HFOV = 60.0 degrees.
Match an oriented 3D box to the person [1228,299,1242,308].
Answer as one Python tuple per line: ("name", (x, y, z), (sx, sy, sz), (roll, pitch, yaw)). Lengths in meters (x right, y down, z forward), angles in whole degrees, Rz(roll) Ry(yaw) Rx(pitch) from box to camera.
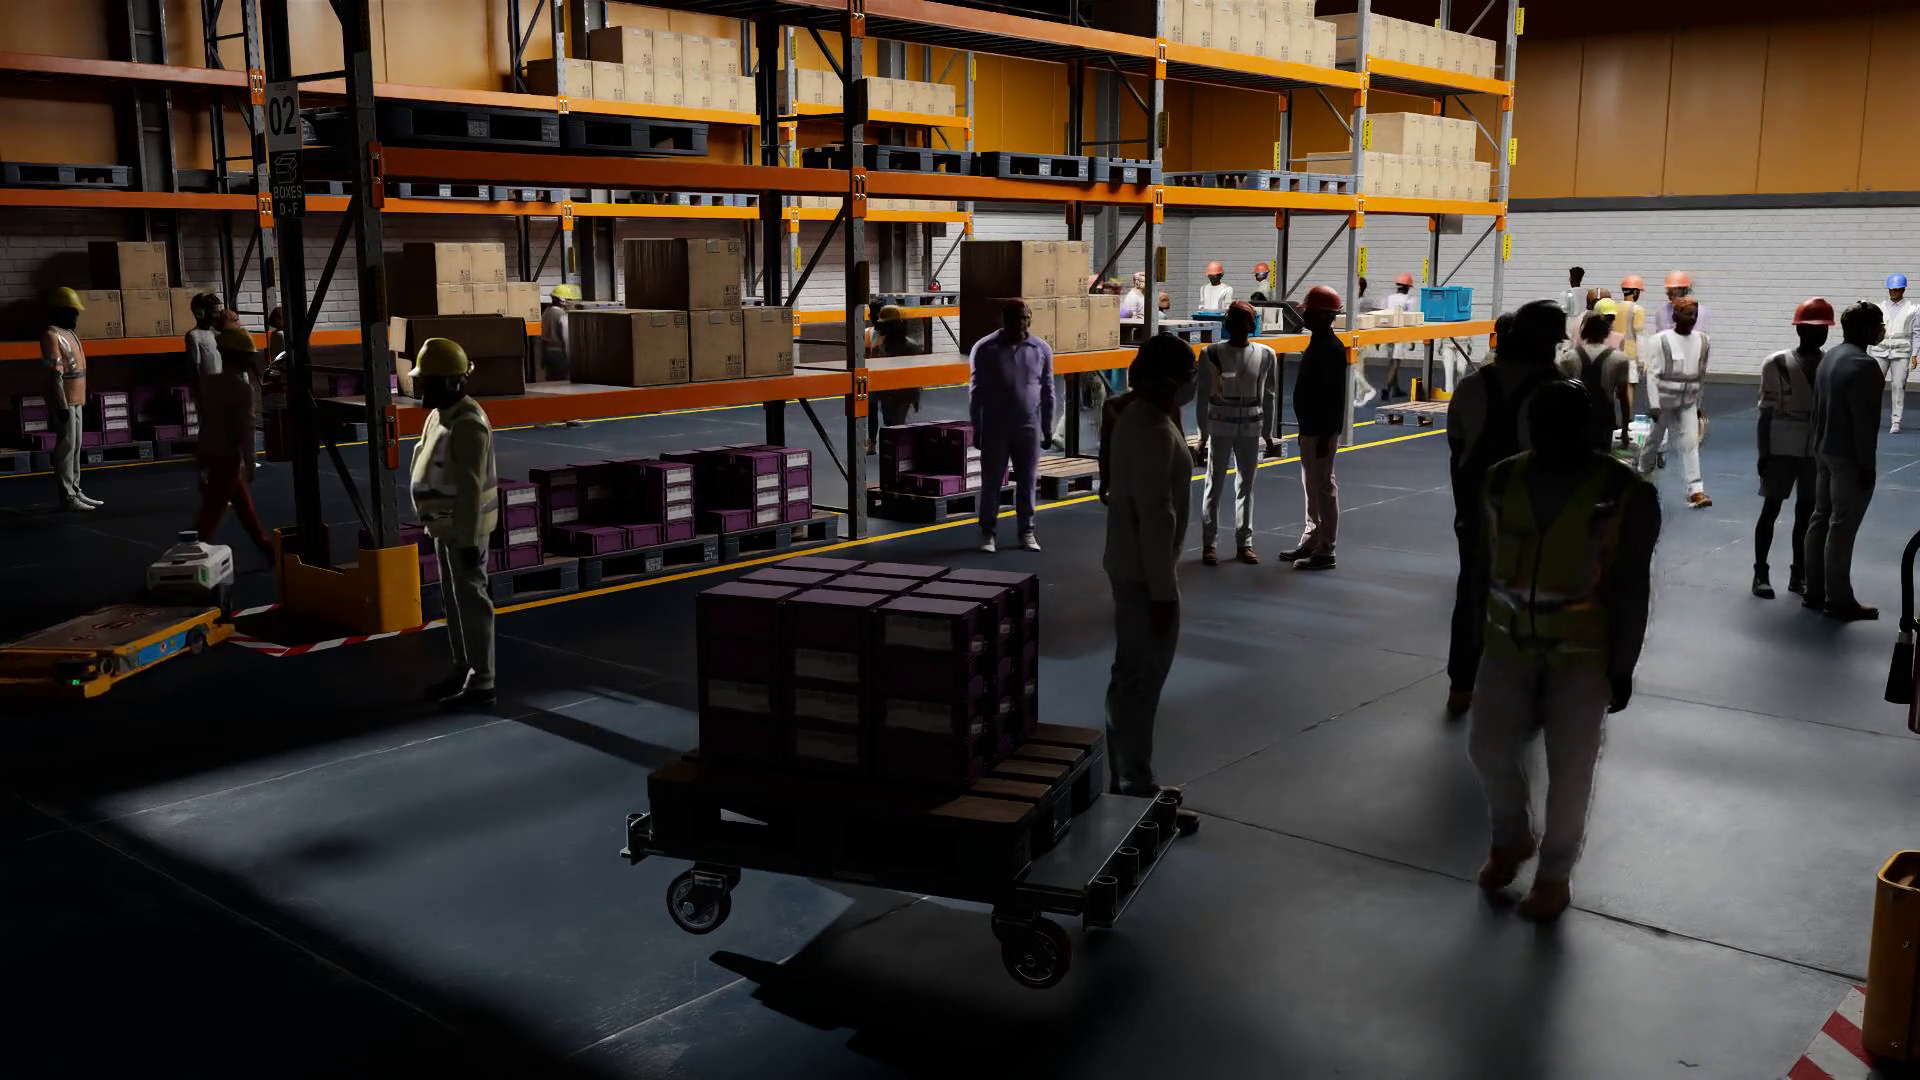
("person", (3.307, -2.071, 20.029), (0.514, 1.645, 0.308), (2, 10, 10))

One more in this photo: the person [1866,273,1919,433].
("person", (11.377, -2.274, 20.319), (0.609, 1.946, 0.405), (8, 13, 37))

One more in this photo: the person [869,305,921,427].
("person", (-0.651, -1.320, 15.516), (0.518, 1.723, 0.573), (9, 13, 40))

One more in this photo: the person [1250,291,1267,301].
("person", (4.187, -2.629, 23.154), (0.529, 1.660, 0.843), (6, 12, 31))

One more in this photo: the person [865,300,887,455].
("person", (-0.878, -1.736, 18.005), (0.535, 1.685, 0.318), (7, 12, 33))

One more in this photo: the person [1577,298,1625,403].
("person", (6.306, -1.495, 16.405), (0.522, 1.768, 0.312), (-2, 10, -13))

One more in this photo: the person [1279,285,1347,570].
("person", (2.517, -0.790, 11.730), (0.375, 1.997, 0.611), (-1, 10, -5))

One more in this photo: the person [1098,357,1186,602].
("person", (1.117, -0.320, 10.135), (0.541, 1.602, 0.705), (0, 10, 1))

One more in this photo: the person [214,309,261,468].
("person", (-7.473, -1.549, 17.090), (0.507, 1.631, 0.276), (7, 12, 33))

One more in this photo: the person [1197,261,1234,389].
("person", (4.053, -3.416, 26.557), (0.605, 2.043, 0.379), (8, 13, 38))

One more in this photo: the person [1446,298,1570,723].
("person", (2.701, -0.161, 8.026), (0.688, 2.000, 0.539), (10, 14, 44))

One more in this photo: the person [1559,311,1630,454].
("person", (4.912, -0.883, 12.927), (0.544, 1.769, 1.076), (5, 11, 25))

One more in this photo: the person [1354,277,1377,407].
("person", (5.655, -2.785, 23.492), (0.440, 1.856, 0.532), (6, 11, 30))

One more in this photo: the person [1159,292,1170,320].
("person", (2.844, -2.695, 23.612), (0.282, 1.633, 0.502), (-2, 10, -9))

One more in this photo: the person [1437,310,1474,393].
("person", (7.293, -2.850, 24.517), (0.519, 1.628, 0.383), (3, 10, 17))

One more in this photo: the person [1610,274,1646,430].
("person", (8.066, -2.231, 20.104), (0.355, 1.938, 0.544), (-4, 11, -22))

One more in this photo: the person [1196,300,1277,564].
("person", (1.969, -0.761, 11.884), (0.576, 1.886, 0.362), (-1, 10, -4))

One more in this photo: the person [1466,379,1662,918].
("person", (1.995, 0.372, 5.613), (0.628, 1.829, 0.445), (8, 13, 38))

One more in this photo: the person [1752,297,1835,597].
("person", (5.418, -0.582, 10.748), (0.549, 1.946, 0.421), (1, 10, 5))

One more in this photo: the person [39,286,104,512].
("person", (-7.663, -1.208, 14.308), (0.365, 1.927, 0.587), (-3, 10, -14))

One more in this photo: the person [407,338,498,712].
("person", (-2.472, -0.073, 8.146), (0.403, 1.830, 0.594), (-6, 11, -29))

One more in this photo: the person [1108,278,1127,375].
("person", (2.717, -3.786, 29.583), (0.932, 1.708, 0.539), (5, 11, 27))

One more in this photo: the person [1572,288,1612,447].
("person", (6.662, -1.727, 17.509), (0.429, 1.842, 0.636), (1, 10, 4))

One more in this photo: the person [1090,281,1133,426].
("person", (1.931, -2.348, 21.044), (0.570, 1.839, 0.373), (9, 13, 42))

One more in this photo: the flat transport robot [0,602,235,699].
("flat transport robot", (-4.567, 0.568, 8.907), (0.652, 0.197, 1.431), (1, 10, 5))

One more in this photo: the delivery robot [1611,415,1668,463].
("delivery robot", (6.911, -1.029, 16.929), (0.477, 0.478, 0.707), (10, 14, 44))

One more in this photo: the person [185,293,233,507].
("person", (-6.549, -1.215, 14.534), (0.329, 1.864, 0.508), (-2, 10, -9))

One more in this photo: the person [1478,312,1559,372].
("person", (3.753, -0.640, 11.360), (0.437, 1.826, 0.651), (-6, 12, -30))

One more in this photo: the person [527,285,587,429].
("person", (-5.018, -2.256, 20.660), (0.753, 1.795, 0.614), (-9, 13, -41))

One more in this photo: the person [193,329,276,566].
("person", (-4.941, -0.572, 11.347), (0.534, 1.698, 0.955), (8, 13, 40))

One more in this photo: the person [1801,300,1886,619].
("person", (5.452, -0.496, 10.220), (0.373, 1.940, 0.630), (1, 10, 3))

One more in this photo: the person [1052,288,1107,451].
("person", (1.386, -1.902, 18.586), (0.937, 1.826, 0.534), (-9, 14, -42))

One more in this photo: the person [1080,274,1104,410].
("person", (1.833, -2.702, 22.884), (0.558, 1.917, 0.835), (-3, 10, -17))

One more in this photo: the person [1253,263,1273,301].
("person", (5.384, -3.939, 29.668), (0.390, 1.990, 0.623), (1, 10, 8))

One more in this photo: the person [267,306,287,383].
("person", (-7.271, -1.695, 17.912), (0.280, 1.634, 0.498), (-8, 12, -37))

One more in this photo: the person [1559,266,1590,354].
("person", (9.685, -3.323, 26.241), (0.603, 1.966, 0.368), (-3, 10, -16))

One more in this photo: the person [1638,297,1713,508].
("person", (6.316, -1.218, 14.671), (0.596, 1.825, 1.031), (-1, 10, -6))

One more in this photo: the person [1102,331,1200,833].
("person", (0.745, 0.158, 6.508), (0.376, 1.936, 0.627), (0, 10, 0))

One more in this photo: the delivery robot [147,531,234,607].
("delivery robot", (-4.618, 0.188, 9.996), (0.477, 0.478, 0.707), (-2, 10, -11))

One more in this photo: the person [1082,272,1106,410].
("person", (1.888, -2.770, 23.224), (0.391, 1.920, 0.587), (-6, 12, -32))

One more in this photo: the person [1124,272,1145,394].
("person", (2.629, -2.954, 24.310), (0.409, 1.907, 0.651), (4, 11, 21))

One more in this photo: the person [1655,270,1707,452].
("person", (7.937, -1.958, 18.314), (0.813, 2.022, 0.611), (-7, 12, -35))

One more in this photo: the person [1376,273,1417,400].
("person", (6.481, -3.031, 24.830), (0.592, 1.891, 0.941), (9, 13, 40))

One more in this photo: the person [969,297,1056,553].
("person", (0.394, -0.846, 12.341), (0.654, 1.900, 0.395), (-2, 10, -10))
